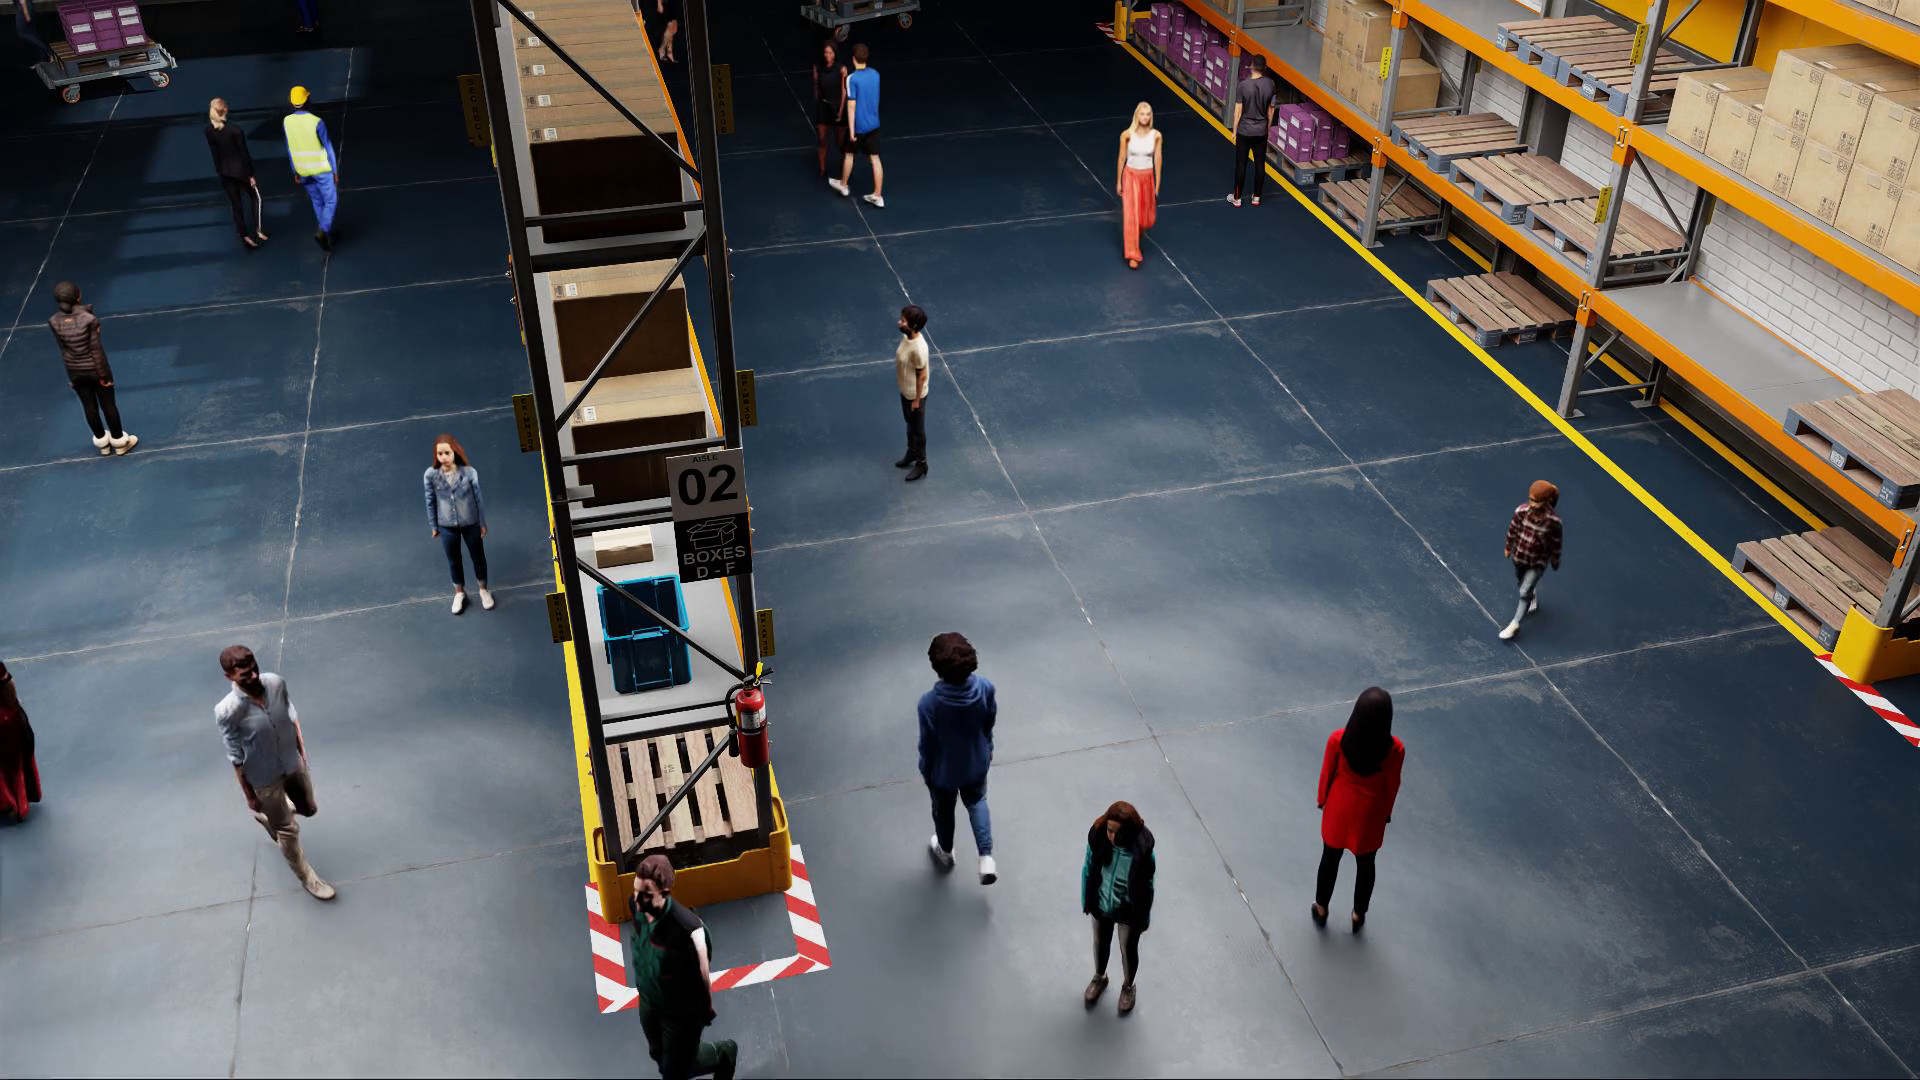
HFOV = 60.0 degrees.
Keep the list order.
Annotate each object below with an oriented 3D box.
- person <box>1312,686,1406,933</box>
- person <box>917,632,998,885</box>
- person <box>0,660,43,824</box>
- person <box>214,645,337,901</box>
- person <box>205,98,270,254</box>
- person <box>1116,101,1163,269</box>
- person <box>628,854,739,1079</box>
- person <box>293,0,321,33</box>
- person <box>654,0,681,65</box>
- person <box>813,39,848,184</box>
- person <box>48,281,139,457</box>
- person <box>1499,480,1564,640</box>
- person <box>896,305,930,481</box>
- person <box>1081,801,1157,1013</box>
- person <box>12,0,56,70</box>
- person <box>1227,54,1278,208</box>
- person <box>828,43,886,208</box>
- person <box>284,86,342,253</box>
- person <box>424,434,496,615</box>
[{"bbox_3d":[2.309,1.582,9.697,0.720,1.746,0.756,8,34,11],"label":"person"},{"bbox_3d":[0.020,1.357,9.989,0.721,1.797,0.933,-12,35,-17],"label":"person"},{"bbox_3d":[-6.137,1.151,10.454,0.714,1.626,0.738,-17,37,-24],"label":"person"},{"bbox_3d":[-4.173,1.352,9.968,1.072,1.829,1.010,18,38,25],"label":"person"},{"bbox_3d":[-7.879,-3.913,18.010,0.724,1.695,0.727,2,34,4],"label":"person"},{"bbox_3d":[1.899,-3.854,17.839,0.783,1.787,1.019,0,34,0],"label":"person"},{"bbox_3d":[-1.424,2.294,8.545,0.914,1.836,0.950,25,41,33],"label":"person"},{"bbox_3d":[-9.938,-8.570,24.845,0.850,1.885,0.734,7,34,10],"label":"person"},{"bbox_3d":[-4.229,-7.567,23.498,0.844,1.705,0.744,7,34,10],"label":"person"},{"bbox_3d":[-1.492,-5.092,19.760,0.788,1.721,0.871,12,36,18],"label":"person"},{"bbox_3d":[-7.516,-1.461,14.348,0.586,1.666,0.649,-6,34,-8],"label":"person"},{"bbox_3d":[4.287,0.089,12.370,0.919,1.274,0.909,23,40,31],"label":"person"},{"bbox_3d":[-0.399,-1.266,14.125,0.659,1.587,0.424,-10,35,-15],"label":"person"},{"bbox_3d":[0.882,2.016,9.269,0.678,1.498,0.725,11,35,17],"label":"person"},{"bbox_3d":[-13.044,-7.479,23.350,0.654,1.723,0.629,-11,35,-16],"label":"person"},{"bbox_3d":[3.367,-4.711,19.148,0.653,1.765,0.577,-5,34,-7],"label":"person"},{"bbox_3d":[-1.035,-4.737,19.130,0.986,1.827,1.193,-28,42,-35],"label":"person"},{"bbox_3d":[-7.029,-3.982,18.025,0.836,1.795,1.058,0,34,0],"label":"person"},{"bbox_3d":[-3.771,-0.137,12.527,0.561,1.477,0.505,-7,34,-10],"label":"person"}]
